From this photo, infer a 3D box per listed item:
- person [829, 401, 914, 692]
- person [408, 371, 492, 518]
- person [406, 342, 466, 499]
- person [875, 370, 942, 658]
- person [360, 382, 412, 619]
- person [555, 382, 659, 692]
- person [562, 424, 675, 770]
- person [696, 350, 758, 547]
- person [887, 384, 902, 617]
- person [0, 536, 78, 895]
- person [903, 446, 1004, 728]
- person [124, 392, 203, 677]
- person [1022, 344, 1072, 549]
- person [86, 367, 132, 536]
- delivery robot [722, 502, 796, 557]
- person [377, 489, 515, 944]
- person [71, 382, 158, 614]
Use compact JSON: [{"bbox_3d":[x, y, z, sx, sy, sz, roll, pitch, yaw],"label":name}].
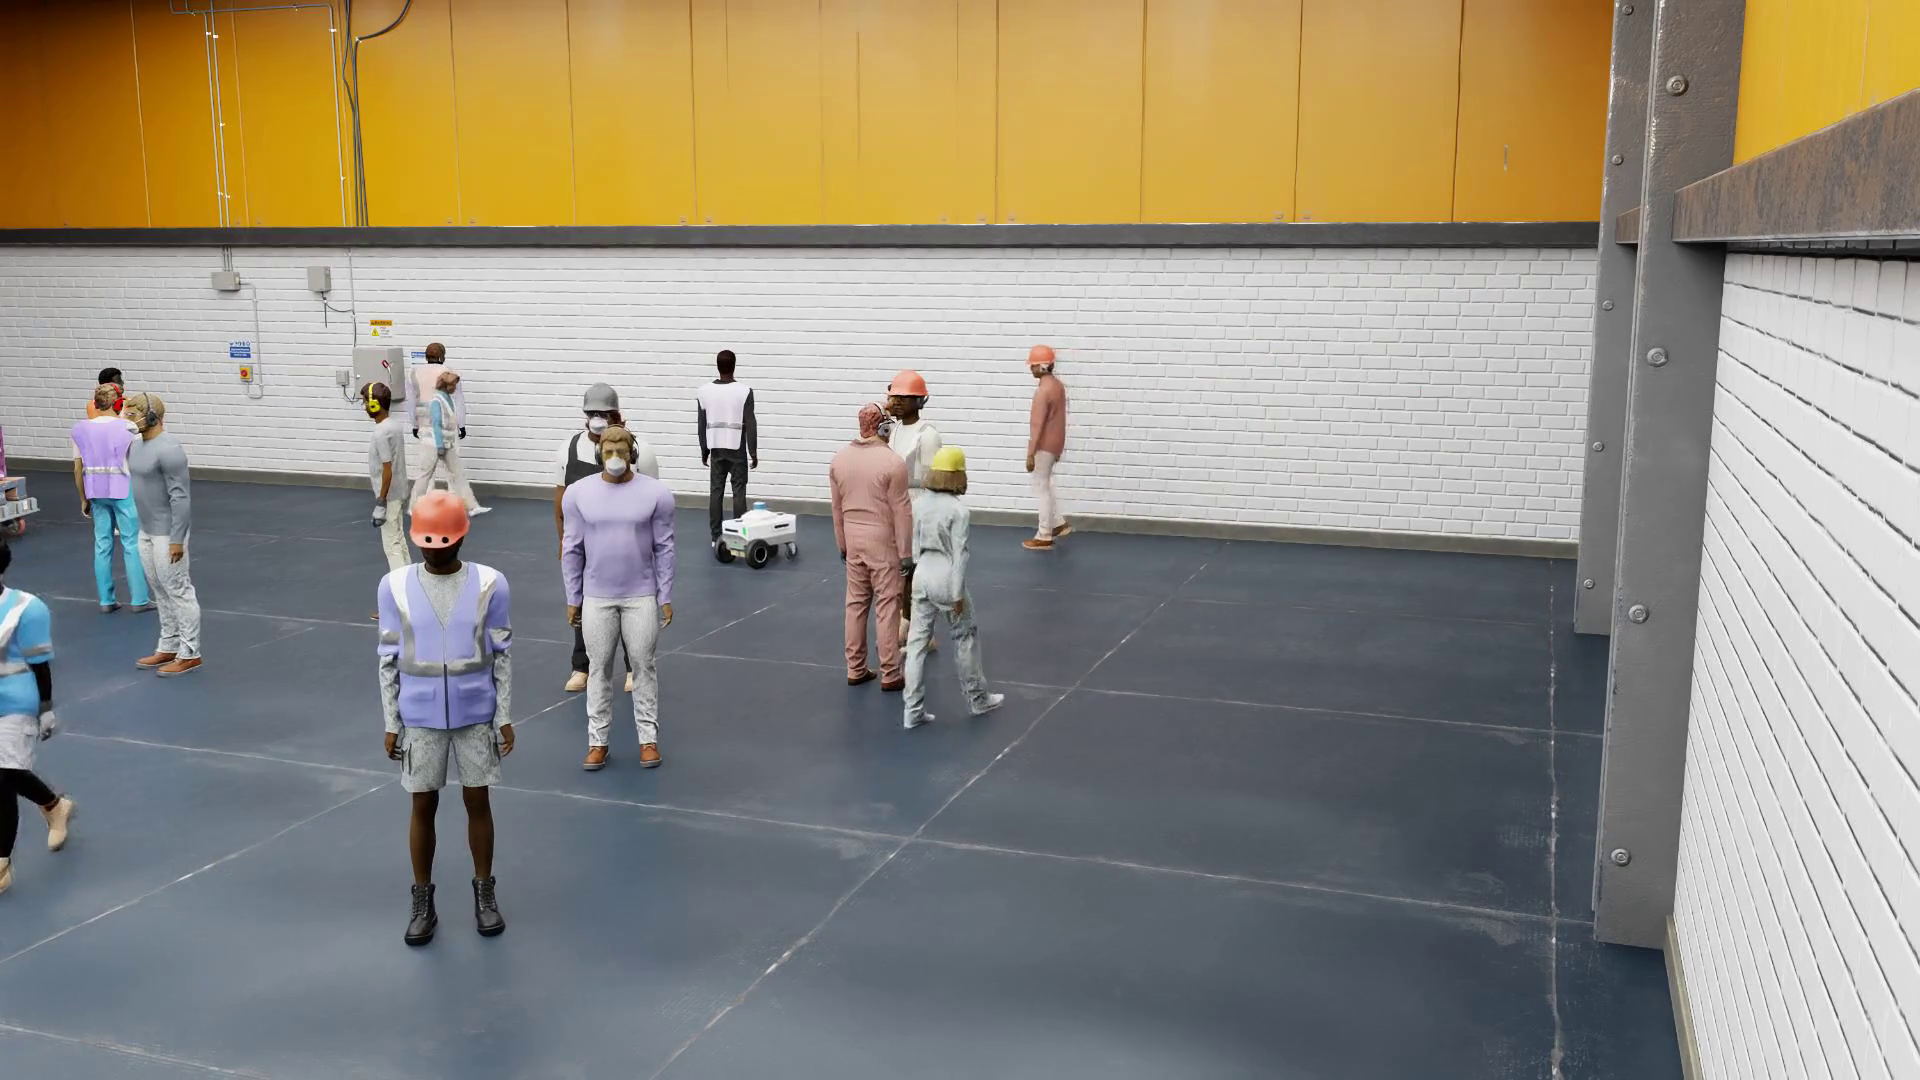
[{"bbox_3d":[-0.543,0.041,10.962,0.638,1.910,0.407,8,13,37],"label":"person"},{"bbox_3d":[-5.513,-1.004,17.745,0.891,1.586,0.578,1,10,5],"label":"person"},{"bbox_3d":[-5.848,-1.294,18.666,0.632,1.842,0.429,0,10,1],"label":"person"},{"bbox_3d":[-0.366,-0.189,11.868,0.361,2.048,0.611,-6,12,-32],"label":"person"},{"bbox_3d":[-4.500,-0.307,13.049,0.327,1.865,0.519,-1,10,-6],"label":"person"},{"bbox_3d":[-2.329,-0.011,10.879,0.682,2.000,0.537,0,10,3],"label":"person"},{"bbox_3d":[-1.900,0.320,9.307,0.631,1.940,0.372,-2,10,-9],"label":"person"},{"bbox_3d":[-2.241,-0.875,16.084,0.597,1.921,0.383,3,10,14],"label":"person"},{"bbox_3d":[-0.446,-0.308,13.029,0.328,1.873,0.521,-2,10,-11],"label":"person"},{"bbox_3d":[-4.381,0.748,7.659,0.537,1.667,0.798,2,10,10],"label":"person"},{"bbox_3d":[-0.054,0.273,10.235,0.497,1.702,0.844,8,13,39],"label":"person"},{"bbox_3d":[-5.437,-0.040,11.334,0.630,1.938,0.369,10,14,43],"label":"person"},{"bbox_3d":[0.805,-0.882,15.933,0.420,1.982,0.649,4,11,20],"label":"person"},{"bbox_3d":[-8.536,-0.897,16.841,0.316,1.697,0.540,6,12,29],"label":"person"},{"bbox_3d":[-1.844,-0.103,15.319,0.477,0.478,0.707,8,13,39],"label":"delivery robot"},{"bbox_3d":[-2.147,0.737,6.991,0.543,1.927,0.375,-3,11,-16],"label":"person"},{"bbox_3d":[-6.701,-0.319,13.176,0.572,1.840,0.373,0,10,0],"label":"person"}]
